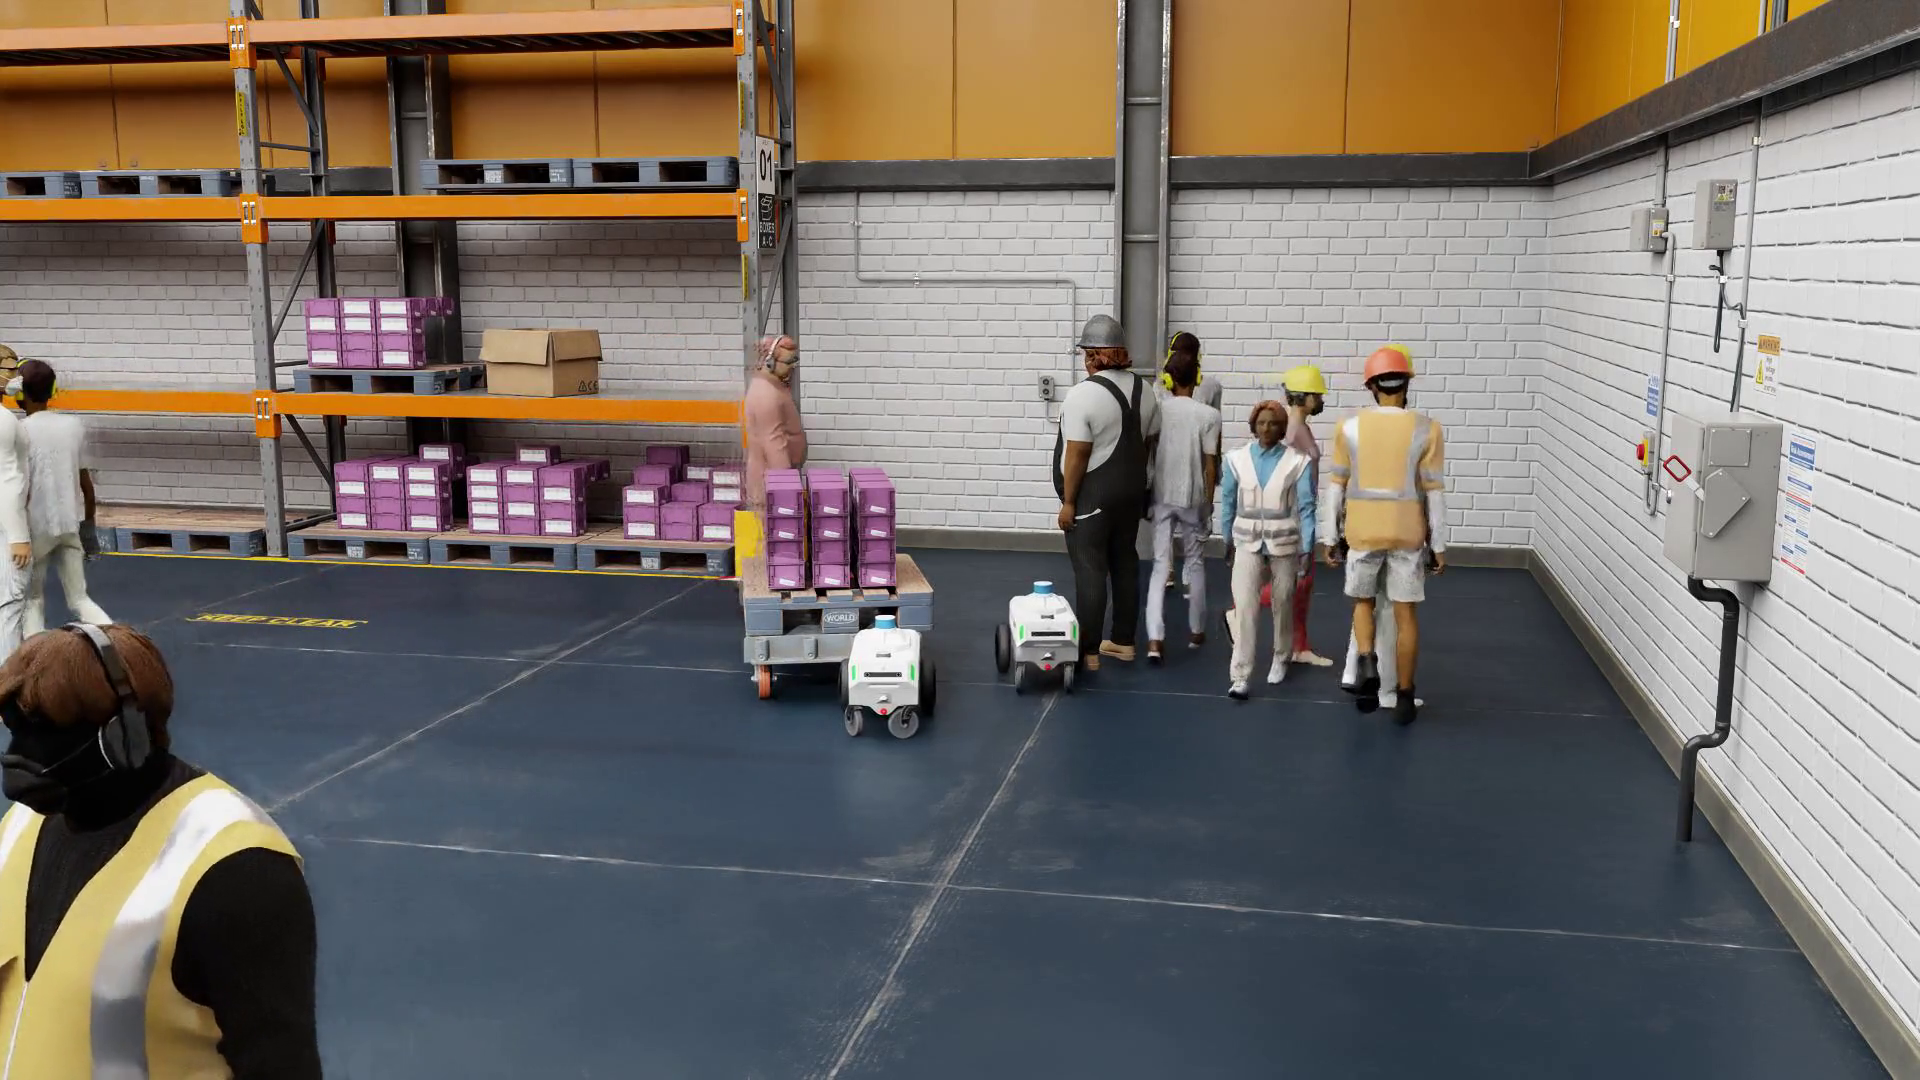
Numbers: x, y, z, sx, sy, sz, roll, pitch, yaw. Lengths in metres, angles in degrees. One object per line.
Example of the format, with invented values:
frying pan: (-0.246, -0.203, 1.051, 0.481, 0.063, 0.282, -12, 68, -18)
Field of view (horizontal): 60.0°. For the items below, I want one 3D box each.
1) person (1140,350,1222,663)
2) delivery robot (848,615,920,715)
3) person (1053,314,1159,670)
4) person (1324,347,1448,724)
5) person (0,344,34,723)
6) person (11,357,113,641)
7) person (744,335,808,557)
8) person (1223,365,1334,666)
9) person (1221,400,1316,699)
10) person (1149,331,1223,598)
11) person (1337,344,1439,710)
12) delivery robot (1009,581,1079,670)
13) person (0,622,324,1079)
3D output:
person: (1.274, -0.202, 9.807, 0.507, 1.832, 0.908, 2, 10, 10)
delivery robot: (-0.373, 0.621, 8.352, 0.477, 0.478, 0.707, 0, 9, 0)
person: (0.782, -0.281, 9.598, 0.683, 2.000, 0.538, -9, 13, -43)
person: (2.144, -0.012, 8.393, 0.634, 1.902, 0.558, 4, 10, 21)
person: (-4.897, -0.042, 8.480, 0.379, 1.937, 0.629, -9, 13, -44)
person: (-4.721, -0.032, 8.715, 0.804, 1.847, 0.518, 5, 11, 26)
person: (-1.170, -0.386, 10.729, 0.413, 1.874, 0.664, 0, 9, -2)
person: (1.871, -0.136, 9.587, 0.555, 1.748, 0.525, 4, 10, 21)
person: (1.656, 0.045, 8.953, 0.538, 1.595, 0.849, 4, 10, 21)
person: (1.590, -0.524, 11.625, 0.537, 1.854, 0.415, 1, 9, 3)
person: (2.210, -0.050, 8.648, 0.393, 1.913, 0.632, -6, 11, -30)
delivery robot: (0.461, 0.474, 9.236, 0.477, 0.478, 0.707, 0, 9, -2)
person: (-1.320, 1.009, 2.587, 0.653, 1.788, 0.974, 6, 11, 34)
